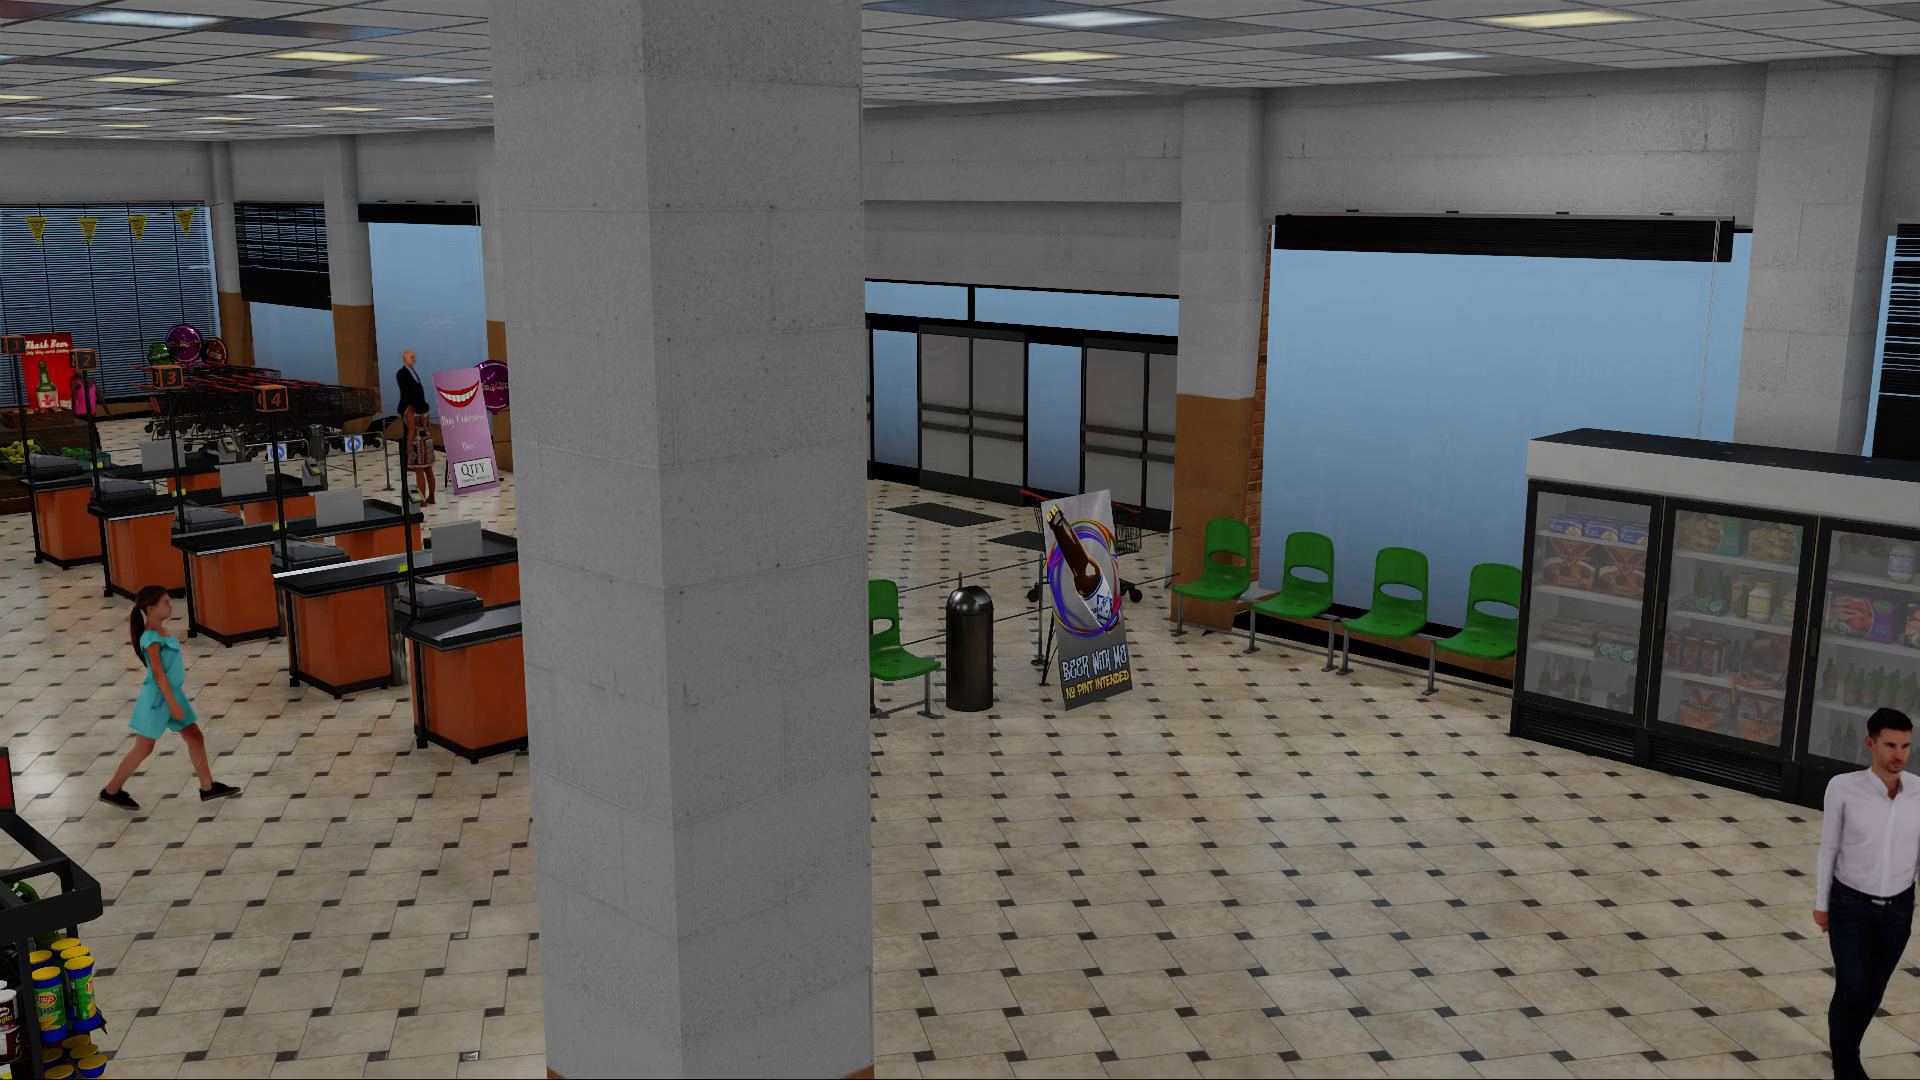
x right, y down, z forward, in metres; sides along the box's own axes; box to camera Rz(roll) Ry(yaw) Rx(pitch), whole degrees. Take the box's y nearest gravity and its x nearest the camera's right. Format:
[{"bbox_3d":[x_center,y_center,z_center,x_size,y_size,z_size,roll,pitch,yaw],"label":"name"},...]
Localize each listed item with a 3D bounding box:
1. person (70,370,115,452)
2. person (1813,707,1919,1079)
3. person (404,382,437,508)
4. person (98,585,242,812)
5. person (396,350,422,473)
[{"bbox_3d":[-12.917,-1.800,24.458,1.017,1.666,1.107,3,12,13],"label":"person"},{"bbox_3d":[4.175,1.641,7.676,0.933,1.848,1.040,1,12,7],"label":"person"},{"bbox_3d":[-7.136,-1.269,21.987,0.784,1.645,0.633,4,13,19],"label":"person"},{"bbox_3d":[-5.416,1.085,11.099,1.140,1.524,0.932,-3,12,-13],"label":"person"},{"bbox_3d":[-8.200,-1.940,24.801,0.819,1.797,0.749,1,12,2],"label":"person"}]
